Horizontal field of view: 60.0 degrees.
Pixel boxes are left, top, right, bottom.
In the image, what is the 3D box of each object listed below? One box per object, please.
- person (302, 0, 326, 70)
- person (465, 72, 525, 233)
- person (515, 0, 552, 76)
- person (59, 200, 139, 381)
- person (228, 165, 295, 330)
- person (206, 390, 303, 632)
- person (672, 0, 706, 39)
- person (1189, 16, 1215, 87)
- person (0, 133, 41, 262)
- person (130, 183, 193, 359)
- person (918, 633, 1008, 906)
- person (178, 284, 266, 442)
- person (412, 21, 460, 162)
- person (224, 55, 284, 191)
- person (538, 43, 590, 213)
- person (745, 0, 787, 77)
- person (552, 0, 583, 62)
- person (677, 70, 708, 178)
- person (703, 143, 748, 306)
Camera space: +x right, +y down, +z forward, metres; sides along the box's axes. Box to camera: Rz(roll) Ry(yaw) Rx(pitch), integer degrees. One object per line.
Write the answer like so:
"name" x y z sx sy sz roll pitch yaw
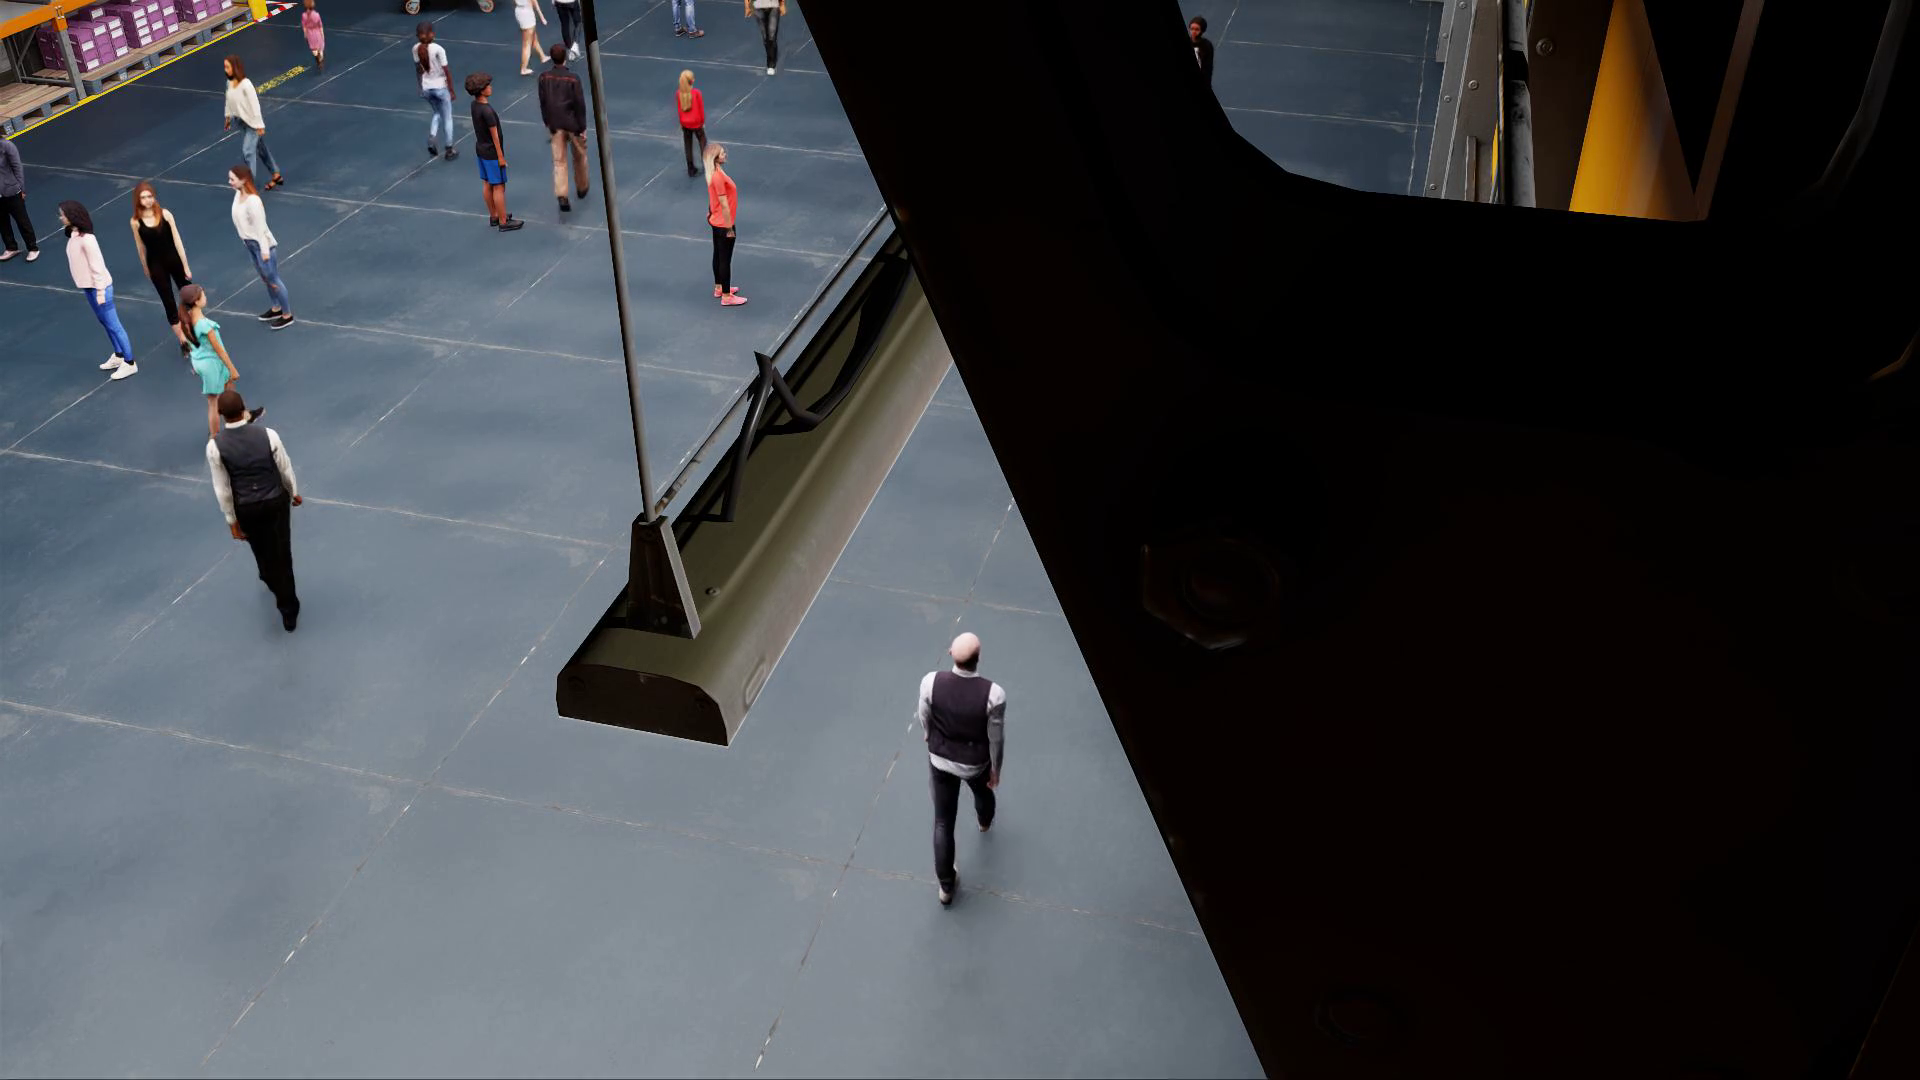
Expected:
"person" -9.201 -7.198 23.665 0.627 1.011 0.699 -15 36 -21
"person" -5.290 -4.375 18.707 0.746 1.799 0.706 -25 41 -32
"person" -6.134 -7.323 23.307 0.886 1.615 0.997 29 43 36
"person" -8.160 -2.383 15.737 0.740 1.769 0.723 -25 41 -33
"person" -7.004 -2.940 16.645 0.730 1.691 0.711 -26 42 -33
"person" -5.169 -0.184 12.325 1.068 1.884 1.219 -10 35 -14
"person" -4.159 -8.460 24.806 0.707 1.850 0.642 20 38 27
"person" 2.985 -5.742 20.900 0.572 1.648 1.053 8 35 12
"person" -10.397 -3.814 18.045 0.721 1.597 0.721 2 34 3
"person" -7.741 -2.695 16.264 1.030 1.704 1.137 -15 37 -22
"person" -0.023 1.415 10.015 0.794 1.778 1.195 4 34 6
"person" -6.652 -1.494 14.611 0.752 1.535 0.963 22 39 29
"person" -6.487 -5.495 20.474 0.603 1.709 0.689 11 35 15
"person" -8.313 -4.928 19.664 0.851 1.661 0.978 29 43 36
"person" -4.567 -4.713 19.128 0.968 1.895 1.294 -3 34 -4
"person" -2.708 -7.516 23.444 0.774 1.787 0.986 4 34 5
"person" -5.646 -7.677 23.772 0.732 1.691 0.827 0 34 0
"person" -3.276 -5.043 20.192 0.525 1.267 0.762 7 34 10
"person" -2.463 -3.264 17.130 0.739 1.693 0.650 -12 35 -17
